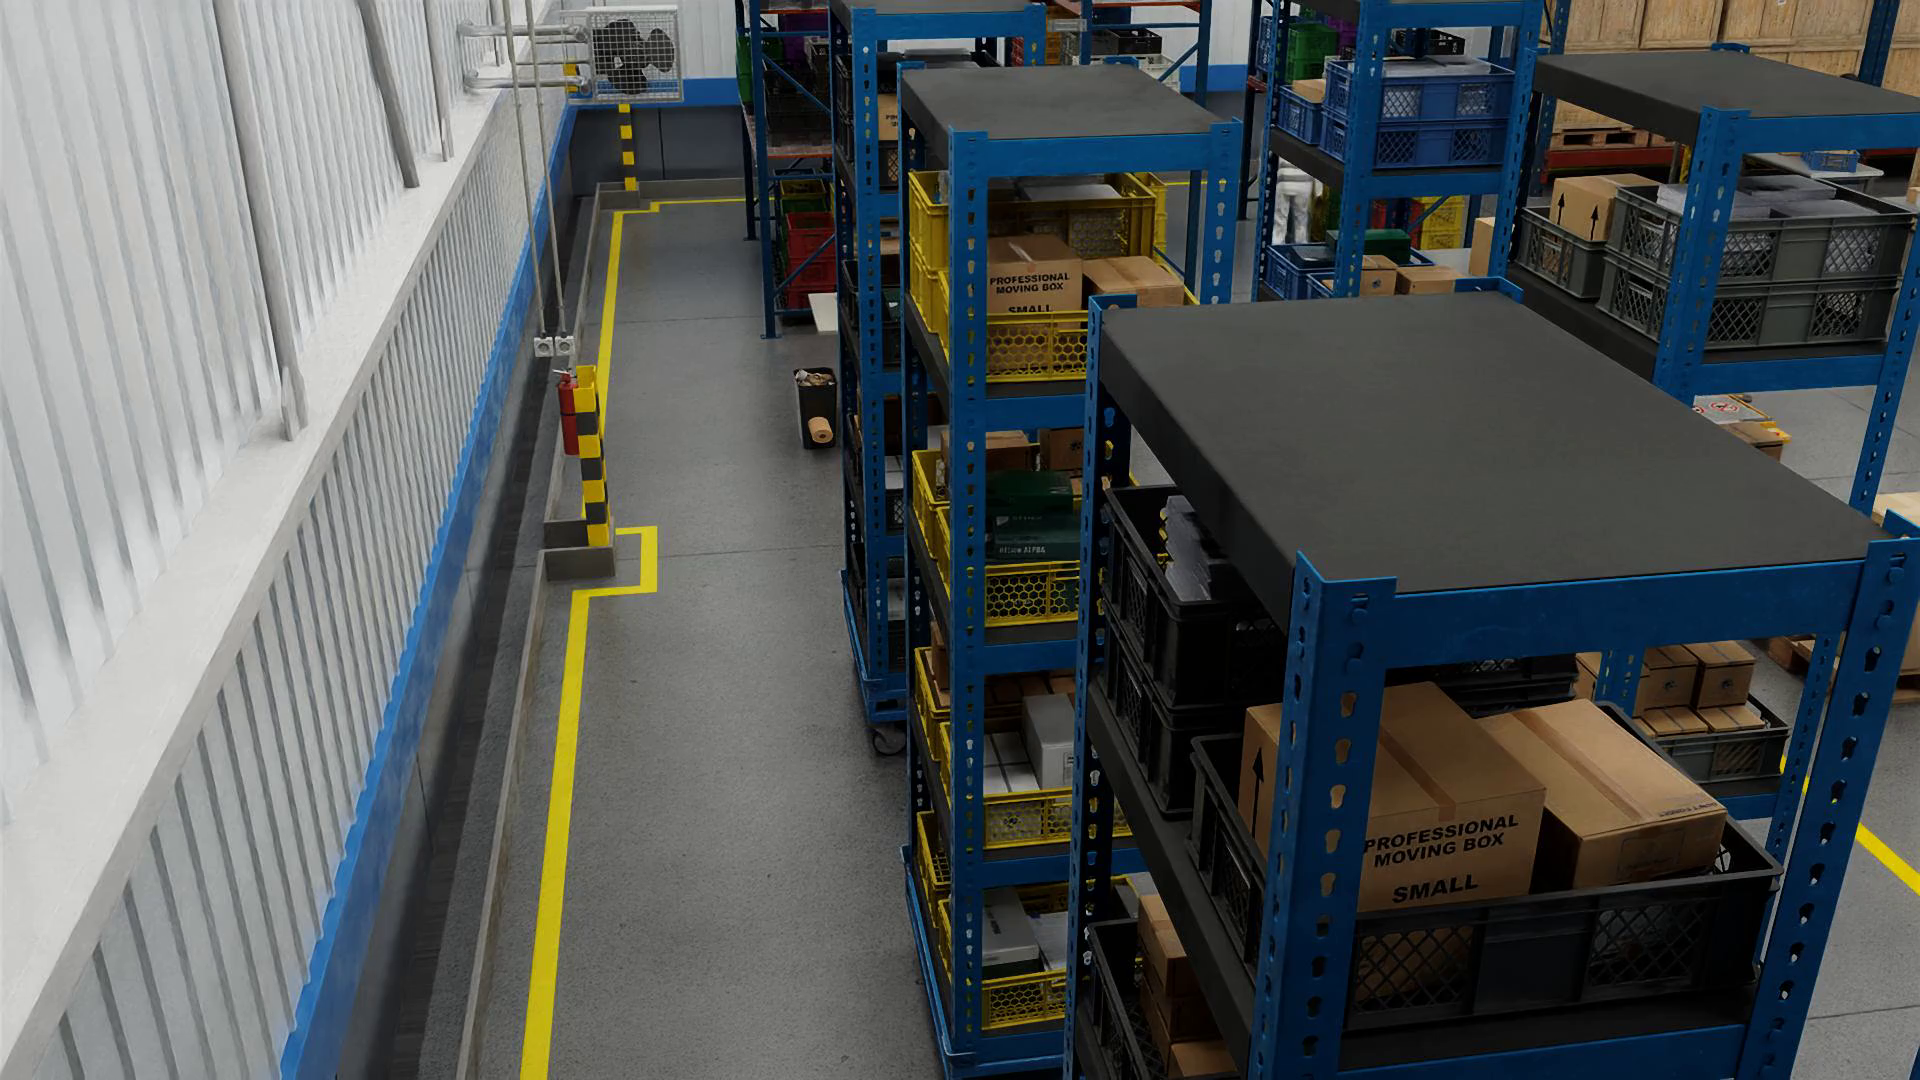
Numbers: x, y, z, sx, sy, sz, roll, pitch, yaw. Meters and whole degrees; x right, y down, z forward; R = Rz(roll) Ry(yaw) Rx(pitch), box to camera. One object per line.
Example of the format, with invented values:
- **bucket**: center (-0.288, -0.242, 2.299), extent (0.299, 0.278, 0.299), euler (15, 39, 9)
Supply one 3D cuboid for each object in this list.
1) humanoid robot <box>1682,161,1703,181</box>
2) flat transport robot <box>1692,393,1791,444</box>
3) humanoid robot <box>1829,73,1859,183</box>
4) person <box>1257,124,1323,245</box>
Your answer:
- **humanoid robot**: center (7.378, -3.663, 16.558), extent (0.315, 1.657, 0.607), euler (5, 25, 10)
- **flat transport robot**: center (5.224, -0.859, 12.132), extent (1.431, 0.197, 0.652), euler (-4, 25, -8)
- **humanoid robot**: center (9.076, -4.003, 17.299), extent (0.585, 1.657, 0.327), euler (-15, 29, -29)
- **person**: center (3.084, -3.278, 15.565), extent (0.609, 1.828, 0.892), euler (4, 25, 8)
